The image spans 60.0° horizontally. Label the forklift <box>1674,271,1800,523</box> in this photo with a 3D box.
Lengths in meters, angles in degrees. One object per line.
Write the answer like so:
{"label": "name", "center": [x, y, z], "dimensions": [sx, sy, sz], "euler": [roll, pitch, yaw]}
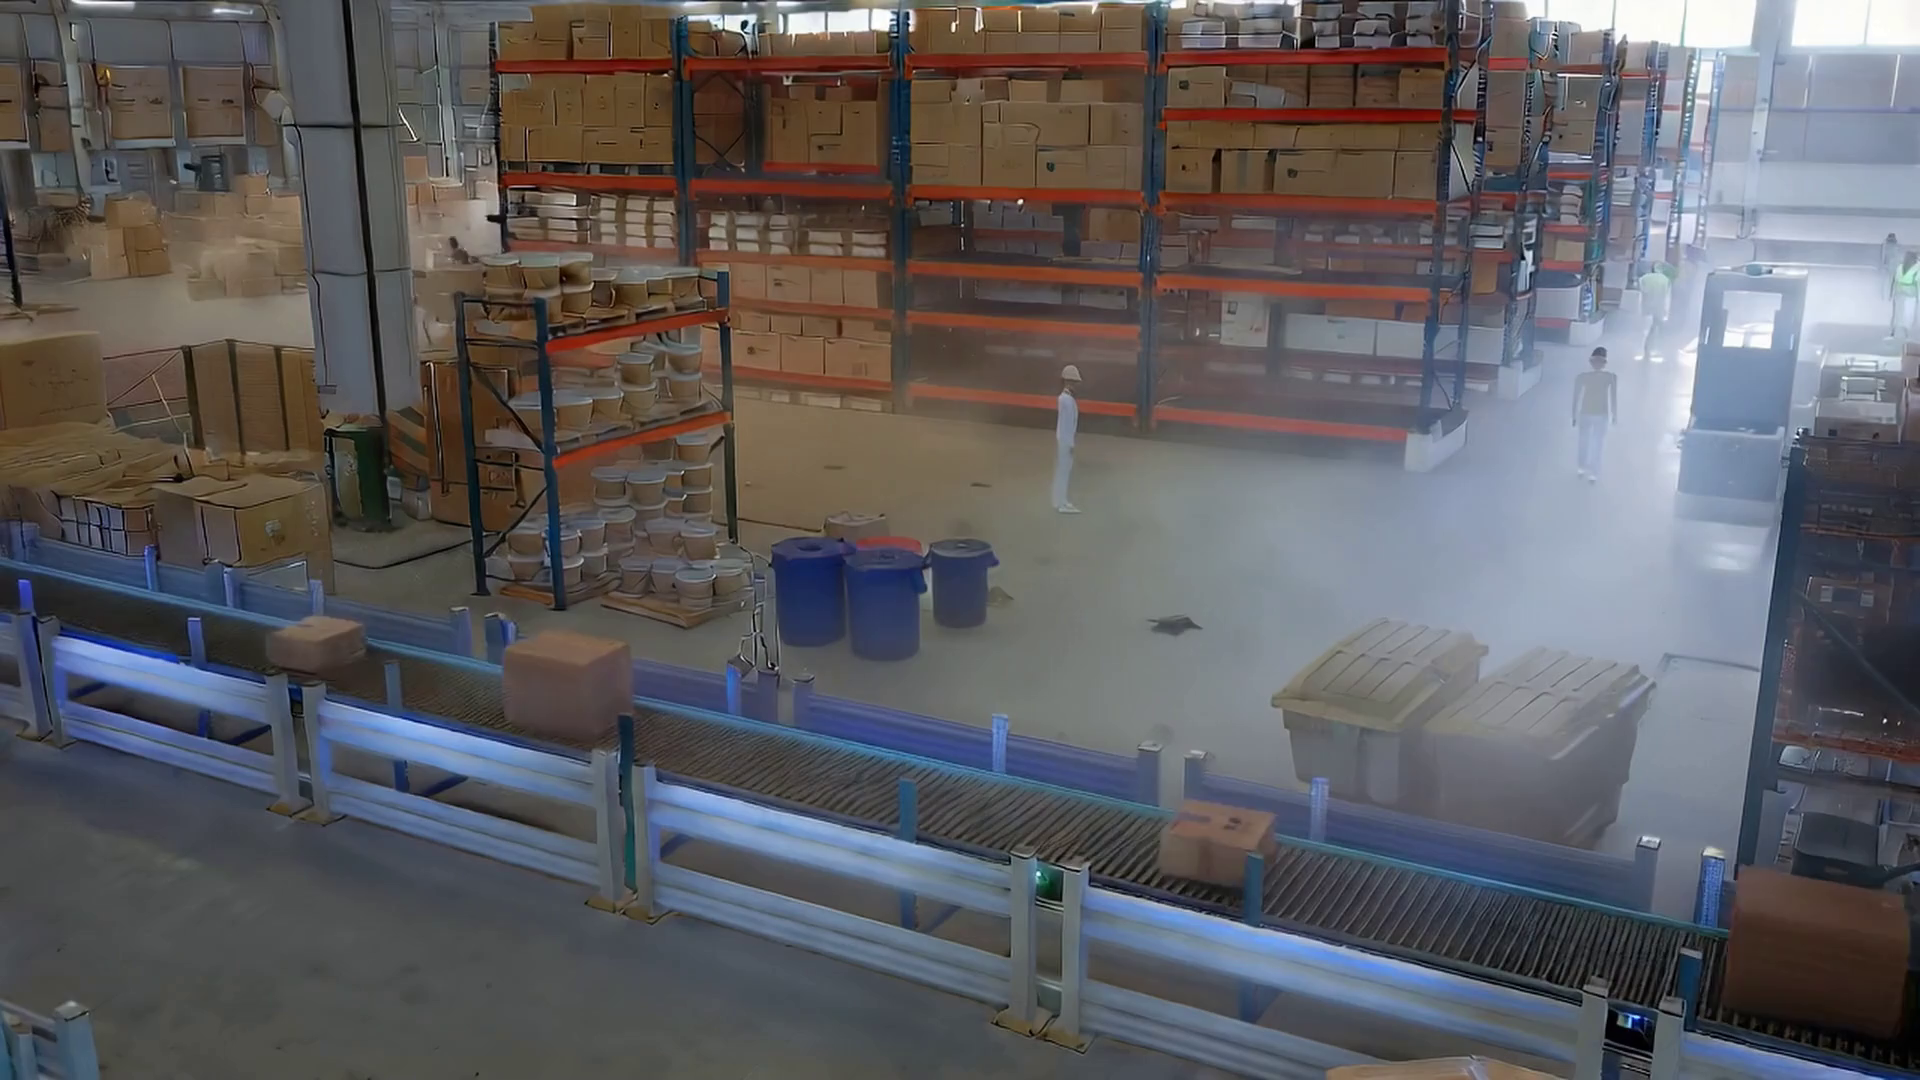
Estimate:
{"label": "forklift", "center": [9.269, -1.763, 19.726], "dimensions": [1.129, 2.768, 1.873], "euler": [8, 17, 27]}

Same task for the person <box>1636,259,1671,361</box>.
{"label": "person", "center": [13.024, -4.307, 31.181], "dimensions": [0.399, 1.901, 0.642], "euler": [-9, 17, -29]}

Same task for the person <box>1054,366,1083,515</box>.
{"label": "person", "center": [1.287, -1.187, 19.714], "dimensions": [0.327, 1.760, 0.523], "euler": [-1, 15, -5]}

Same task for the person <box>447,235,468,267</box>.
{"label": "person", "center": [-11.040, -5.722, 36.459], "dimensions": [0.684, 1.911, 0.628], "euler": [-7, 16, -24]}

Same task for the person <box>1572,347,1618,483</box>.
{"label": "person", "center": [8.151, -1.604, 21.378], "dimensions": [0.538, 1.736, 0.882], "euler": [5, 16, 18]}

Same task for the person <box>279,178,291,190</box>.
{"label": "person", "center": [-25.261, -12.561, 62.225], "dimensions": [0.958, 1.877, 0.615], "euler": [-13, 20, -40]}

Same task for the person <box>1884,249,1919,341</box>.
{"label": "person", "center": [19.238, -4.995, 33.863], "dimensions": [0.429, 1.846, 0.627], "euler": [-11, 18, -35]}

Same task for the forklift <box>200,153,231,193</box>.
{"label": "forklift", "center": [-27.436, -12.866, 61.465], "dimensions": [1.873, 2.768, 1.129], "euler": [8, 17, 28]}

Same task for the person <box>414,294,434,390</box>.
{"label": "person", "center": [-9.270, -3.400, 28.320], "dimensions": [0.524, 1.604, 0.813], "euler": [-14, 21, -43]}

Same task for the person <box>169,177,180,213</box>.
{"label": "person", "center": [-29.549, -12.773, 62.987], "dimensions": [0.599, 1.896, 0.815], "euler": [13, 20, 40]}

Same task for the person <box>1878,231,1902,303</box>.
{"label": "person", "center": [22.326, -6.560, 39.970], "dimensions": [0.500, 1.719, 0.480], "euler": [6, 16, 22]}

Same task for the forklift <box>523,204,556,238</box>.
{"label": "forklift", "center": [-8.314, -5.479, 33.697], "dimensions": [1.873, 2.768, 1.129], "euler": [8, 17, 28]}

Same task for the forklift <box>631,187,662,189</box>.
{"label": "forklift", "center": [-9.051, -9.350, 48.249], "dimensions": [1.129, 2.768, 1.873], "euler": [-6, 16, -21]}
